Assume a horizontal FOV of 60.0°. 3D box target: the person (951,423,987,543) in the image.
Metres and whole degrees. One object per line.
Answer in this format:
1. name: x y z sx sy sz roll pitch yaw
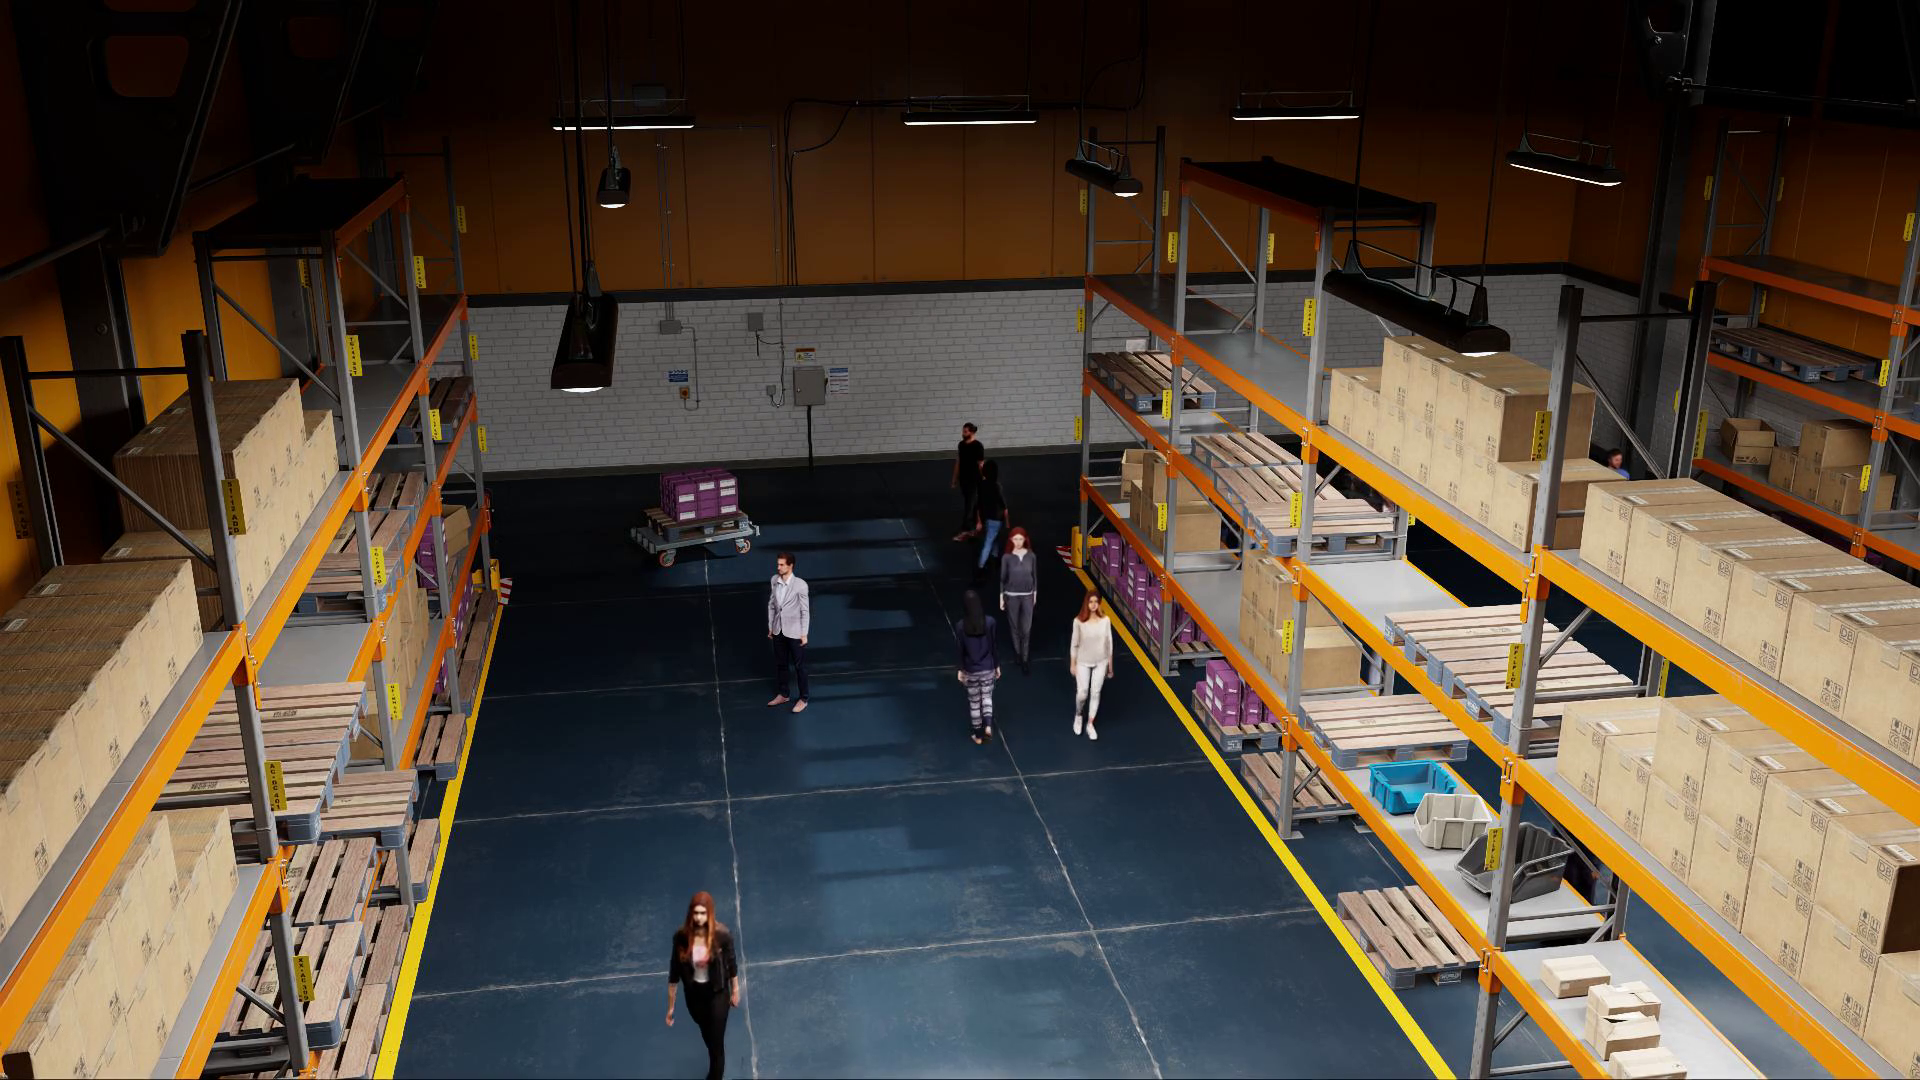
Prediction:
1. person: 0.220 -0.869 24.296 1.020 1.736 1.016 -17 25 -41

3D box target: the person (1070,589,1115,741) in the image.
1. person: 1.405 1.297 17.925 0.599 1.696 0.584 -3 19 -8

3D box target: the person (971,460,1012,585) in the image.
1. person: 0.383 -0.210 22.453 1.120 1.662 1.107 15 24 38

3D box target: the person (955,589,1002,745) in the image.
1. person: 0.214 1.387 17.640 0.624 1.709 0.697 -2 19 -6

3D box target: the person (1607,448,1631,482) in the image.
1. person: 8.797 -0.370 22.688 0.682 1.816 1.219 -3 19 -8

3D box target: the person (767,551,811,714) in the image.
1. person: -1.904 0.998 18.571 0.756 1.851 0.804 11 22 30

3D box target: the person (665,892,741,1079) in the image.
1. person: -1.818 3.260 12.127 0.830 1.677 1.094 3 19 10

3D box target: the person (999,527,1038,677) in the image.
1. person: 0.690 0.675 19.701 0.706 1.741 1.014 0 19 0

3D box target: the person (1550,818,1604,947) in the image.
1. person: 5.221 2.698 13.951 0.828 1.577 0.651 -15 24 -37
